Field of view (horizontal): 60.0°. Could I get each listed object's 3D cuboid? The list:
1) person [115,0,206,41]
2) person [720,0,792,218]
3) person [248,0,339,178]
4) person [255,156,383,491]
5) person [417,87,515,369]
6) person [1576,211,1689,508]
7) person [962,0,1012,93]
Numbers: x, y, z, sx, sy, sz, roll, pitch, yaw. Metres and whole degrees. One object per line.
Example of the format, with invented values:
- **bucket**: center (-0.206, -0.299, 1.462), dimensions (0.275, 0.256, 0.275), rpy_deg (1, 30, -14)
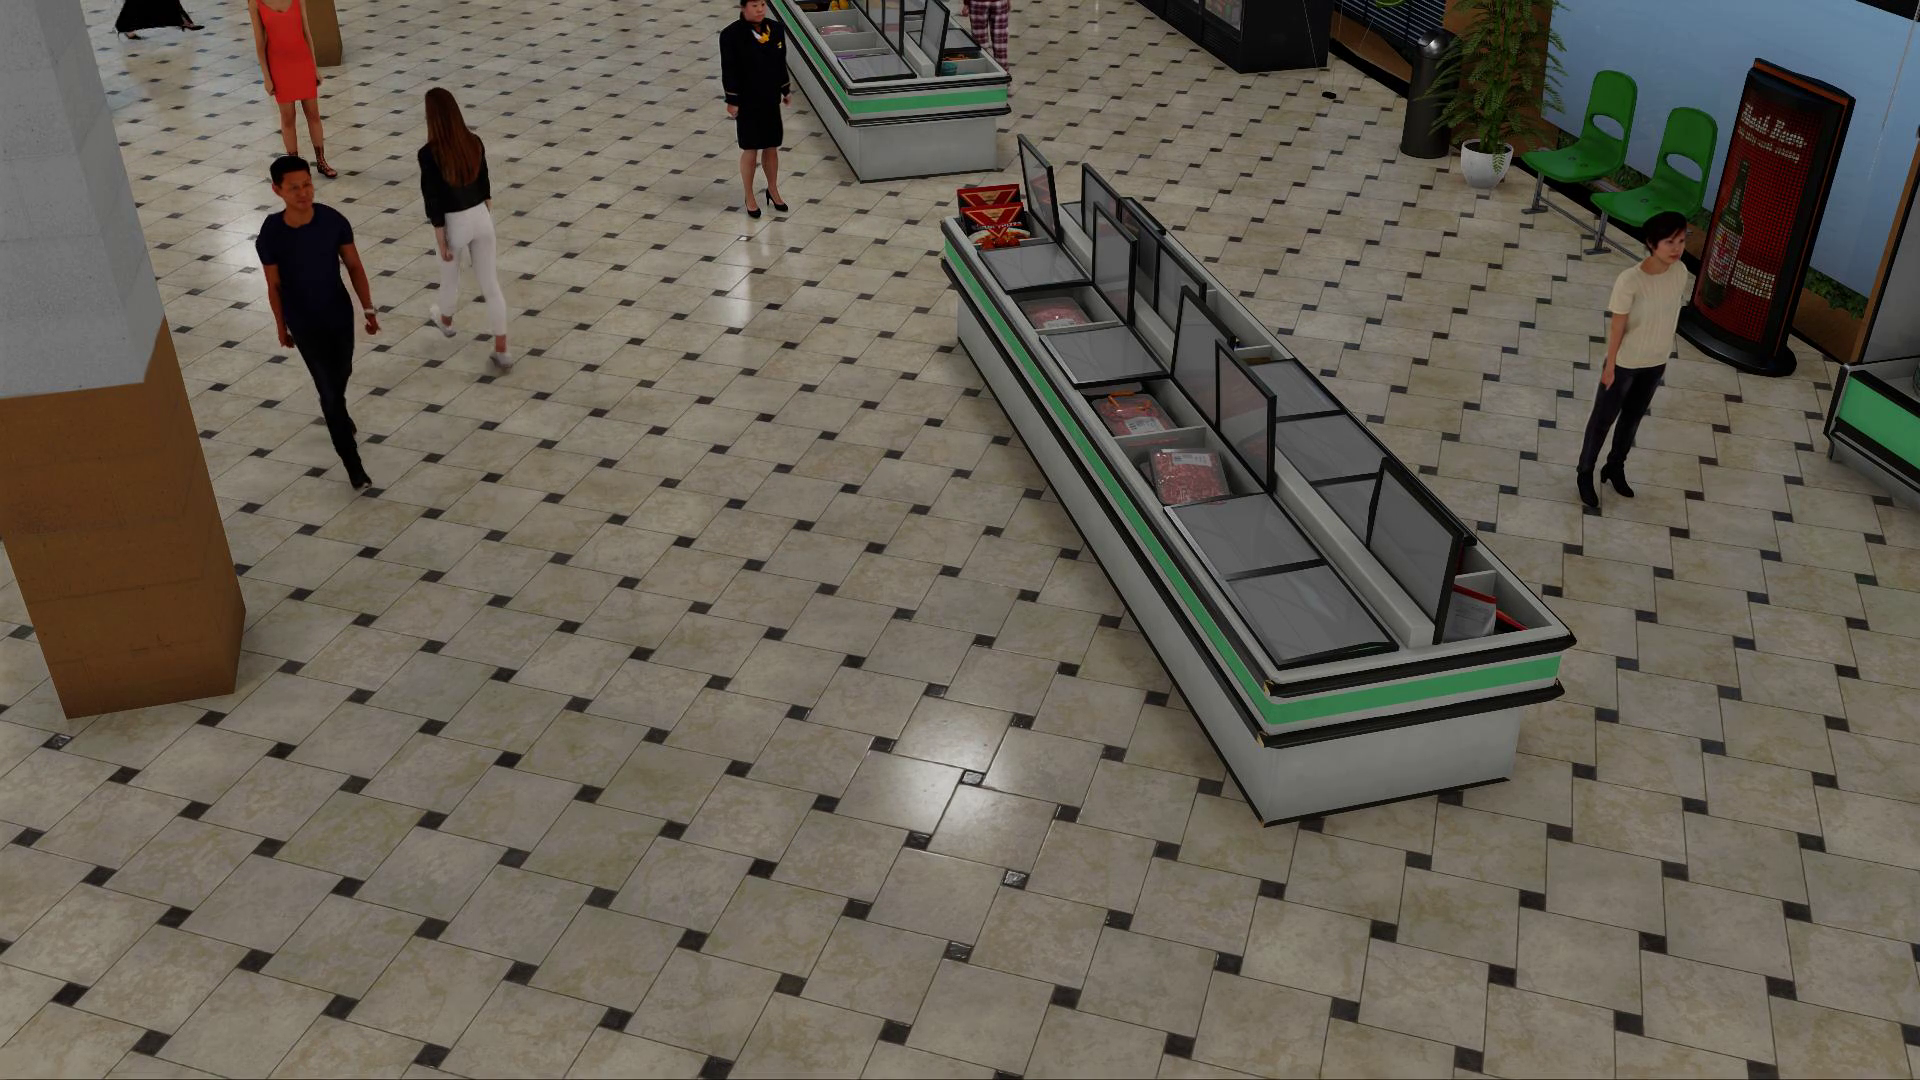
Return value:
- **person**: center (-8.015, -5.621, 16.128), dimensions (0.814, 1.561, 1.025), rpy_deg (-15, 35, -23)
- **person**: center (-1.471, -3.207, 12.143), dimensions (0.783, 1.671, 0.753), rpy_deg (-20, 37, -29)
- **person**: center (-5.139, -3.622, 12.765), dimensions (0.656, 1.719, 0.644), rpy_deg (-22, 38, -31)
- **person**: center (-3.415, -1.207, 8.852), dimensions (0.939, 1.753, 1.249), rpy_deg (-21, 38, -30)
- **person**: center (-2.908, -1.814, 9.906), dimensions (0.856, 1.668, 1.159), rpy_deg (-21, 37, -30)
- **person**: center (3.477, -0.928, 8.560), dimensions (0.609, 1.587, 0.497), rpy_deg (-12, 34, -18)
- **person**: center (0.249, -4.723, 14.628), dimensions (0.635, 1.620, 0.523), rpy_deg (-11, 34, -18)
